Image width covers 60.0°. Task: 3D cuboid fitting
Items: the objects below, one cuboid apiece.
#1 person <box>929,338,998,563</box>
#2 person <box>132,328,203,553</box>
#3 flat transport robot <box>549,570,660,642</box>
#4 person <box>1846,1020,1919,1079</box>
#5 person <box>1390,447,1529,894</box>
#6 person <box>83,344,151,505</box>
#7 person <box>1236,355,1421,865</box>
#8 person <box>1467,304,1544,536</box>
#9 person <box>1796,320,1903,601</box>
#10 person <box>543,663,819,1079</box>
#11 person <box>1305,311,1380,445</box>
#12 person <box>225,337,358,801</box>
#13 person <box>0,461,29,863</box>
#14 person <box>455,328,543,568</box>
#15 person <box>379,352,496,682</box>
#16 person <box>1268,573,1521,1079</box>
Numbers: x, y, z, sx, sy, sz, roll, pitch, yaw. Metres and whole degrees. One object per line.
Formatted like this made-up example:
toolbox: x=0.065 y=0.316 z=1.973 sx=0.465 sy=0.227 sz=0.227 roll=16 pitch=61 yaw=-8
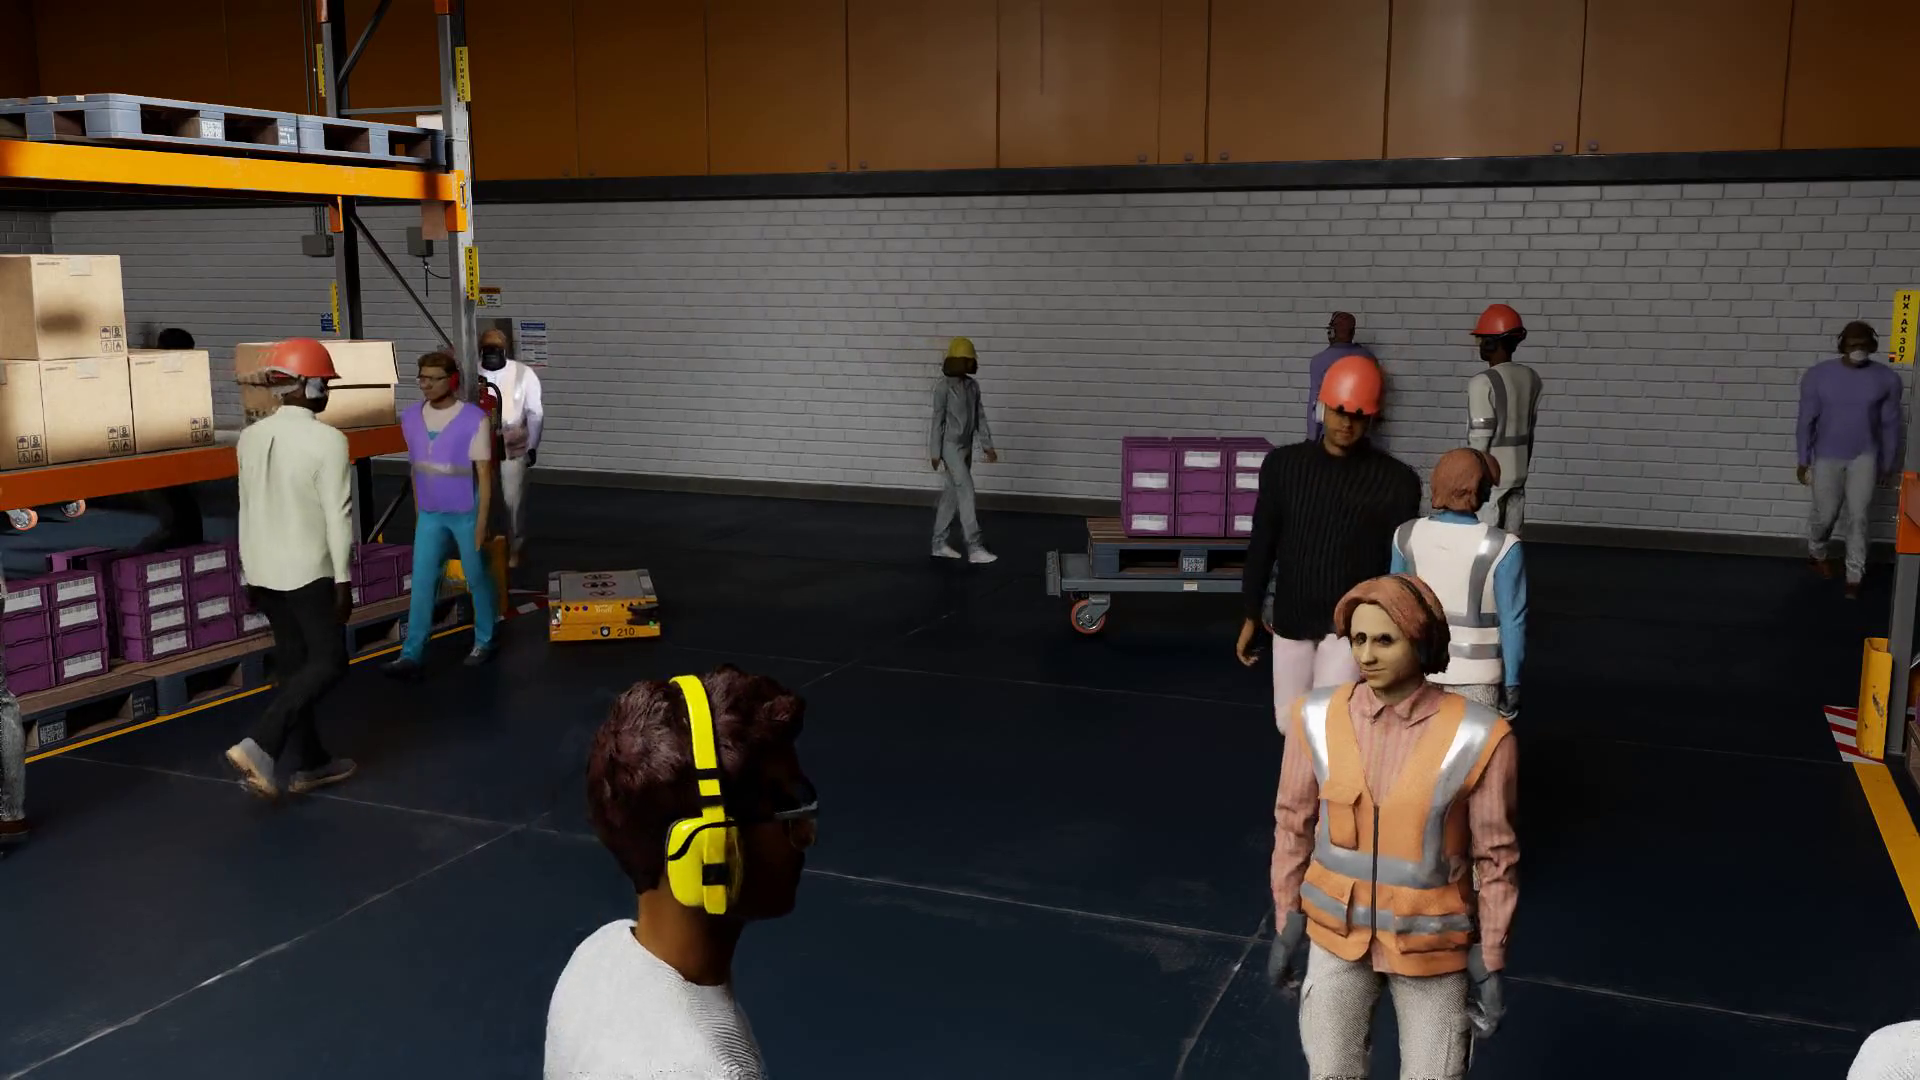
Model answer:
person: x=0.075 y=-0.677 z=12.740 sx=0.793 sy=1.711 sz=0.496 roll=6 pitch=11 yaw=31
person: x=-5.200 y=-0.436 z=10.808 sx=0.747 sy=1.874 sz=0.635 roll=-3 pitch=10 yaw=-19
flat transport robot: x=-2.288 y=0.393 z=10.612 sx=0.652 sy=0.197 sz=1.431 roll=-2 pitch=10 yaw=-13
person: x=1.048 y=1.103 z=1.546 sx=0.554 sy=1.839 sz=0.709 roll=7 pitch=12 yaw=36
person: x=1.745 y=0.490 z=5.890 sx=0.523 sy=1.636 sz=0.310 roll=9 pitch=13 yaw=42
person: x=-8.056 y=-1.240 z=15.750 sx=0.931 sy=1.851 sz=0.585 roll=8 pitch=13 yaw=42
person: x=1.395 y=0.284 z=6.187 sx=0.622 sy=1.960 sz=0.891 roll=6 pitch=11 yaw=32
person: x=3.138 y=-0.359 z=9.805 sx=0.605 sy=2.045 sz=0.377 roll=-8 pitch=12 yaw=-39
person: x=6.099 y=-0.564 z=11.460 sx=0.651 sy=1.908 sz=0.644 roll=4 pitch=10 yaw=25
person: x=-0.306 y=1.051 z=1.815 sx=0.505 sy=1.860 sz=0.539 roll=-4 pitch=10 yaw=-21
person: x=3.012 y=-0.864 z=13.282 sx=0.647 sy=1.908 sz=0.409 roll=-5 pitch=10 yaw=-26
person: x=-2.842 y=0.142 z=6.994 sx=0.640 sy=1.971 sz=0.714 roll=4 pitch=10 yaw=25
person: x=-3.815 y=0.275 z=6.285 sx=0.369 sy=1.938 sz=0.630 roll=-1 pitch=9 yaw=-4
person: x=-3.411 y=-0.659 z=12.322 sx=0.641 sy=1.812 sz=0.633 roll=-2 pitch=10 yaw=-10
person: x=-2.834 y=-0.124 z=9.120 sx=0.586 sy=1.791 sz=0.960 roll=3 pitch=10 yaw=16
person: x=0.917 y=0.884 z=3.566 sx=0.533 sy=1.645 sz=0.317 roll=6 pitch=11 yaw=32
